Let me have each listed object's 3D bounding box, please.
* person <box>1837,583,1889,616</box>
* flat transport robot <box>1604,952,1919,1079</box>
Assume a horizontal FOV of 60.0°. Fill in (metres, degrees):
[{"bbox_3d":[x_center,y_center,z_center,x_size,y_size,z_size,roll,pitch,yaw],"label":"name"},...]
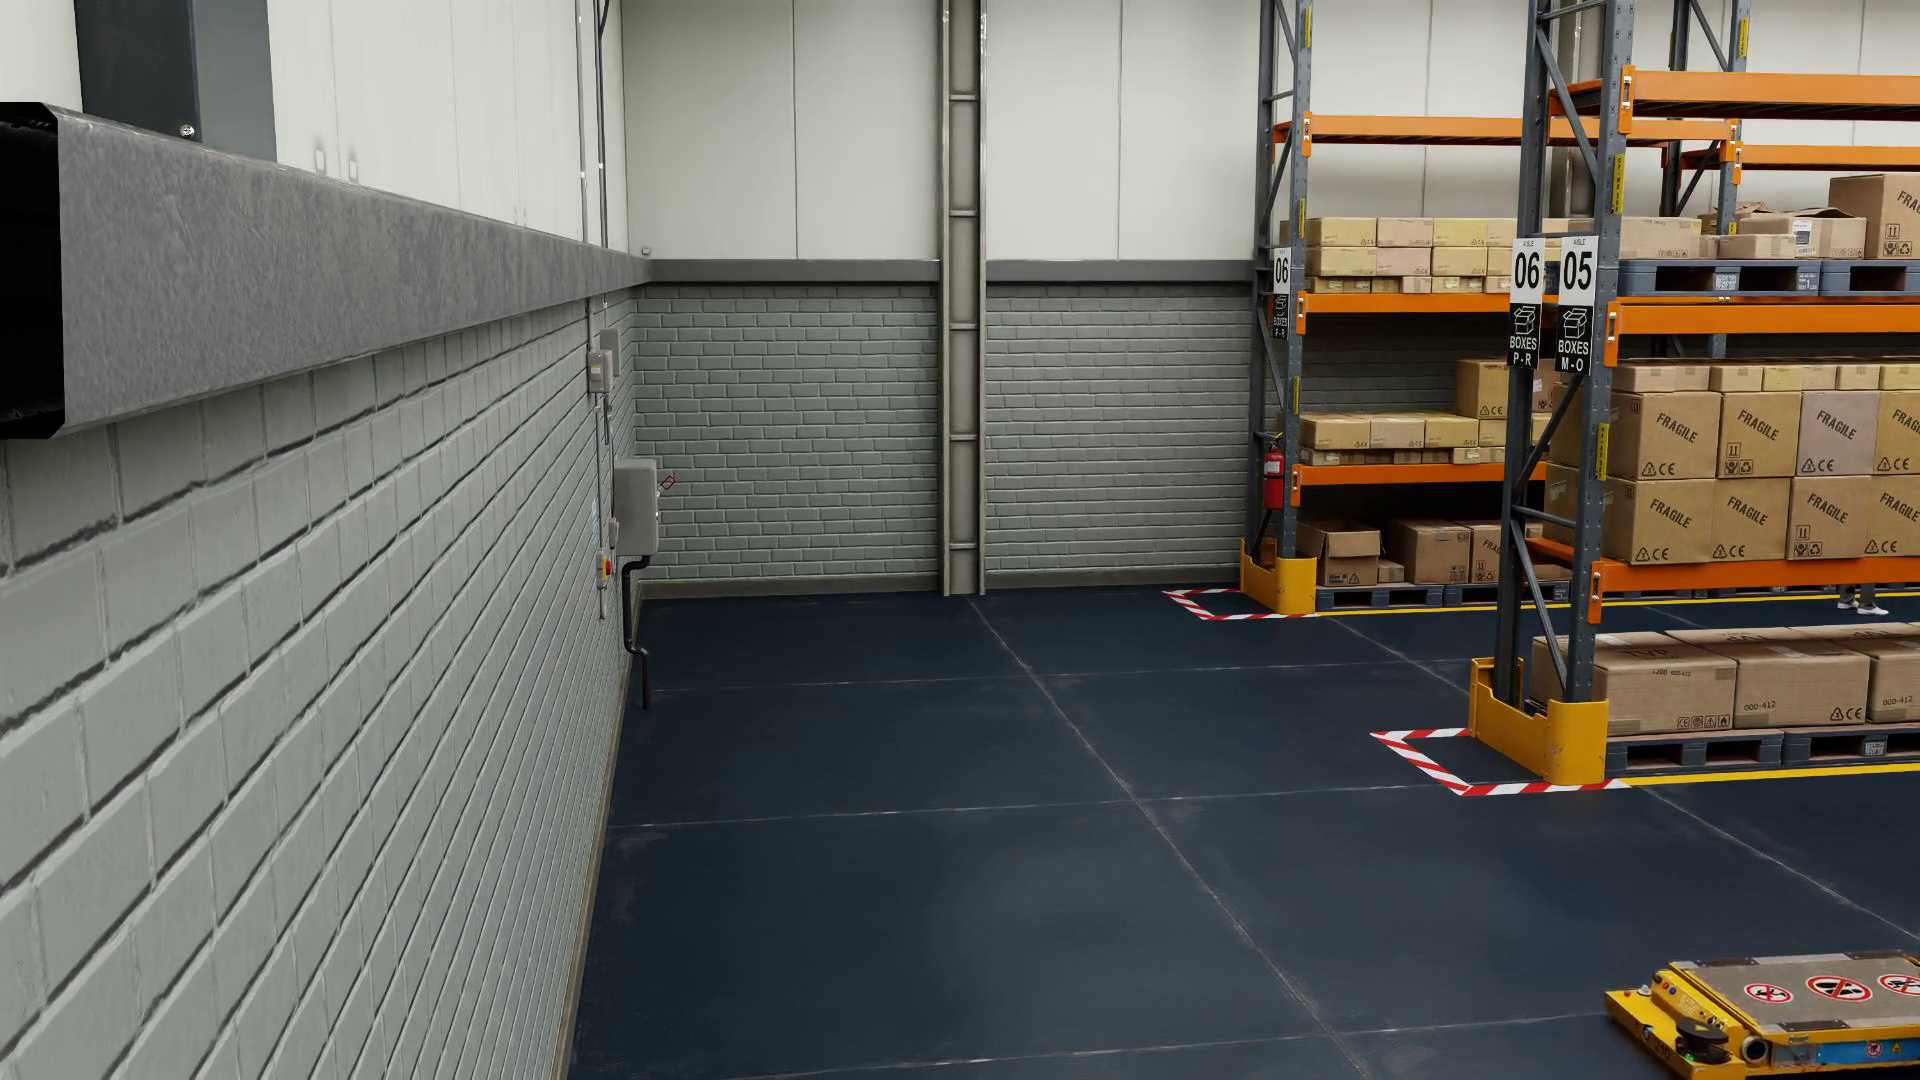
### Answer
[{"bbox_3d":[8.066,-0.293,14.686,0.399,1.921,0.587,-2,9,-14],"label":"person"},{"bbox_3d":[3.363,1.853,6.512,1.431,0.197,0.652,-1,9,-7],"label":"flat transport robot"}]
